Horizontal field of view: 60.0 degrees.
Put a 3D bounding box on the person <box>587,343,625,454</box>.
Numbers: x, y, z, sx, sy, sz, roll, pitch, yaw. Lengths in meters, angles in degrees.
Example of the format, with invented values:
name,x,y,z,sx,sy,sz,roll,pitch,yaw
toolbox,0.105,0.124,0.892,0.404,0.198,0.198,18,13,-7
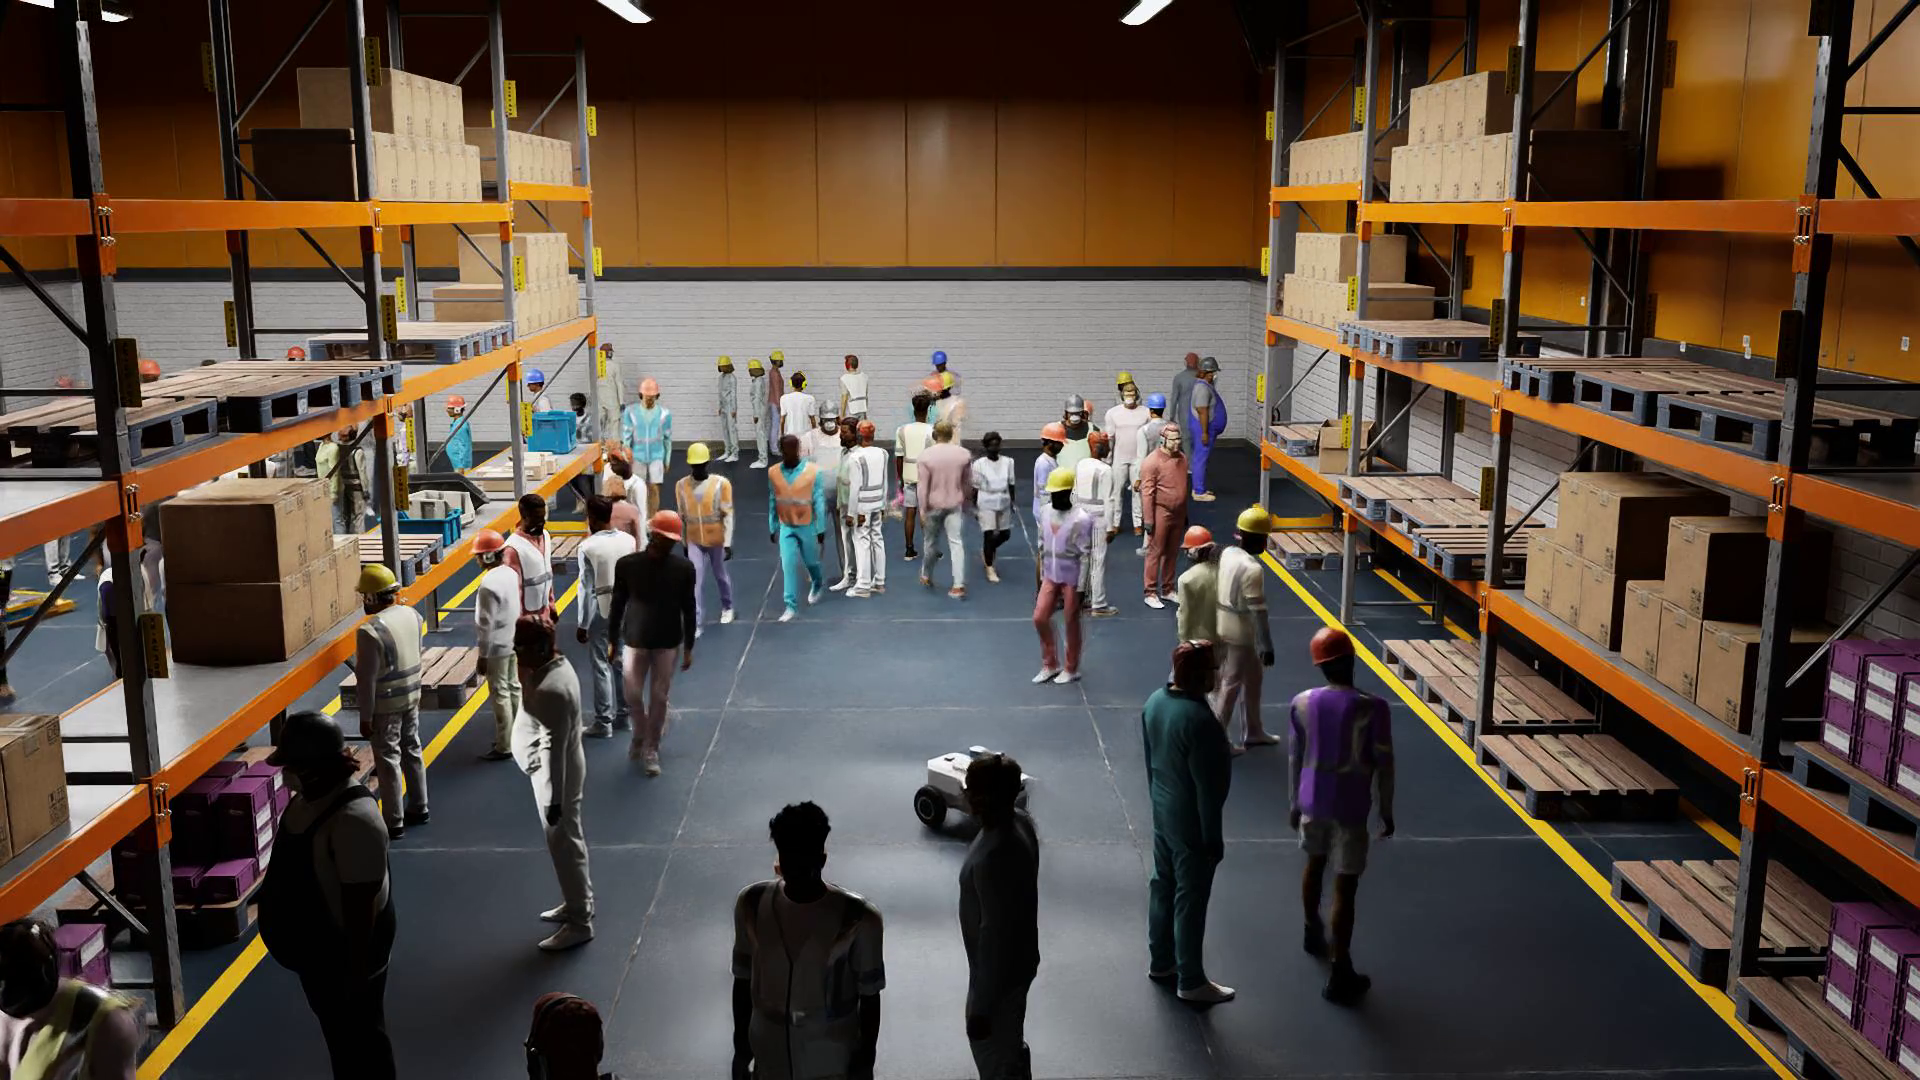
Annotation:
name,x,y,z,sx,sy,sz,roll,pitch,yaw
person,-5.821,-2.305,27.527,0.649,1.906,0.401,4,12,18

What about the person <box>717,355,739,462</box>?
name,x,y,z,sx,sy,sz,roll,pitch,yaw
person,-3.817,-2.150,27.190,0.324,1.737,0.485,-8,14,-35

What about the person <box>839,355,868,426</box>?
name,x,y,z,sx,sy,sz,roll,pitch,yaw
person,-1.654,-1.973,26.011,0.396,1.847,0.565,11,16,43

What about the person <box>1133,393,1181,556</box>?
name,x,y,z,sx,sy,sz,roll,pitch,yaw
person,2.328,-0.765,19.699,0.603,1.949,0.389,-6,13,-28

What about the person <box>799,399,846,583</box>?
name,x,y,z,sx,sy,sz,roll,pitch,yaw
person,-1.419,-0.536,18.319,0.684,2.000,0.538,-2,11,-10

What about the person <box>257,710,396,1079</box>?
name,x,y,z,sx,sy,sz,roll,pitch,yaw
person,-2.719,1.695,7.134,0.536,2.000,0.684,-10,15,-40

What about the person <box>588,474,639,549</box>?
name,x,y,z,sx,sy,sz,roll,pitch,yaw
person,-3.276,0.190,15.794,0.517,1.607,0.708,-1,11,-4

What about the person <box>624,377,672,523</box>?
name,x,y,z,sx,sy,sz,roll,pitch,yaw
person,-3.935,-1.060,21.003,0.633,2.020,0.639,-2,11,-10

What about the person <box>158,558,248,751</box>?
name,x,y,z,sx,sy,sz,roll,pitch,yaw
person,-5.656,0.670,12.466,0.368,1.963,0.609,7,13,30

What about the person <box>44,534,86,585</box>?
name,x,y,z,sx,sy,sz,roll,pitch,yaw
person,-9.887,-0.380,18.283,0.313,1.744,0.487,0,11,2

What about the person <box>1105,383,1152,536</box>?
name,x,y,z,sx,sy,sz,roll,pitch,yaw
person,2.130,-1.010,20.951,0.636,1.938,0.358,1,11,4

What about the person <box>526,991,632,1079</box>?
name,x,y,z,sx,sy,sz,roll,pitch,yaw
person,-1.118,2.227,4.848,0.403,1.895,0.647,9,14,38

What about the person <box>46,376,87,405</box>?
name,x,y,z,sx,sy,sz,roll,pitch,yaw
person,-11.843,-1.242,22.227,0.655,1.891,0.588,-11,15,-43

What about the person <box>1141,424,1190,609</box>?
name,x,y,z,sx,sy,sz,roll,pitch,yaw
person,2.158,-0.251,17.229,0.652,1.906,0.402,-10,15,-42

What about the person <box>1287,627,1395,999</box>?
name,x,y,z,sx,sy,sz,roll,pitch,yaw
person,2.023,1.420,8.919,0.599,1.871,0.802,8,14,33

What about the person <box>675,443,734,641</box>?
name,x,y,z,sx,sy,sz,roll,pitch,yaw
person,-2.461,-0.030,16.200,0.605,1.886,0.985,2,11,8

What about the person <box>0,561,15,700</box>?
name,x,y,z,sx,sy,sz,roll,pitch,yaw
person,-8.150,0.560,13.739,0.544,1.668,0.631,-3,12,-13

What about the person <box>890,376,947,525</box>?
name,x,y,z,sx,sy,sz,roll,pitch,yaw
person,-0.478,-1.139,21.507,0.727,1.972,0.629,-5,12,-25

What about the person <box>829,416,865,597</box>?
name,x,y,z,sx,sy,sz,roll,pitch,yaw
person,-1.139,-0.365,17.765,0.393,1.922,0.589,-7,13,-32

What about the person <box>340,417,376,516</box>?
name,x,y,z,sx,sy,sz,roll,pitch,yaw
person,-8.145,-1.207,22.509,0.484,1.719,0.701,-7,13,-32

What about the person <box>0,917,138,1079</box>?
name,x,y,z,sx,sy,sz,roll,pitch,yaw
person,-3.048,2.120,5.530,0.648,1.830,0.609,0,11,1

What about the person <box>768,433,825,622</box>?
name,x,y,z,sx,sy,sz,roll,pitch,yaw
person,-1.633,-0.169,16.892,0.607,1.888,0.854,3,12,15

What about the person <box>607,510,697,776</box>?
name,x,y,z,sx,sy,sz,roll,pitch,yaw
person,-2.248,0.734,12.167,0.648,1.966,0.497,-2,11,-10

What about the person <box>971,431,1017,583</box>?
name,x,y,z,sx,sy,sz,roll,pitch,yaw
person,0.341,-0.390,18.484,0.543,1.680,0.545,-5,12,-23

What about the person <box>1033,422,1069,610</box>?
name,x,y,z,sx,sy,sz,roll,pitch,yaw
person,0.936,-0.255,17.178,0.361,1.935,0.544,1,11,7

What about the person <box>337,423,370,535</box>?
name,x,y,z,sx,sy,sz,roll,pitch,yaw
person,-7.138,-0.577,19.533,0.511,1.641,0.307,6,13,28

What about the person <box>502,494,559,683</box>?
name,x,y,z,sx,sy,sz,roll,pitch,yaw
person,-3.381,0.569,13.133,0.415,1.907,0.594,2,12,12

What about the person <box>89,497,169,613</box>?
name,x,y,z,sx,sy,sz,roll,pitch,yaw
person,-7.480,0.106,15.100,0.689,2.000,1.019,-1,11,-6

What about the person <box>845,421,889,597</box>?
name,x,y,z,sx,sy,sz,roll,pitch,yaw
person,-0.995,-0.334,17.702,0.343,1.882,0.585,9,14,37

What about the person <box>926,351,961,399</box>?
name,x,y,z,sx,sy,sz,roll,pitch,yaw
person,-0.261,-1.997,25.930,0.608,1.931,0.441,5,12,22

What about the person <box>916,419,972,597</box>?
name,x,y,z,sx,sy,sz,roll,pitch,yaw
person,-0.164,-0.353,17.806,0.644,1.884,1.039,-3,12,-17
